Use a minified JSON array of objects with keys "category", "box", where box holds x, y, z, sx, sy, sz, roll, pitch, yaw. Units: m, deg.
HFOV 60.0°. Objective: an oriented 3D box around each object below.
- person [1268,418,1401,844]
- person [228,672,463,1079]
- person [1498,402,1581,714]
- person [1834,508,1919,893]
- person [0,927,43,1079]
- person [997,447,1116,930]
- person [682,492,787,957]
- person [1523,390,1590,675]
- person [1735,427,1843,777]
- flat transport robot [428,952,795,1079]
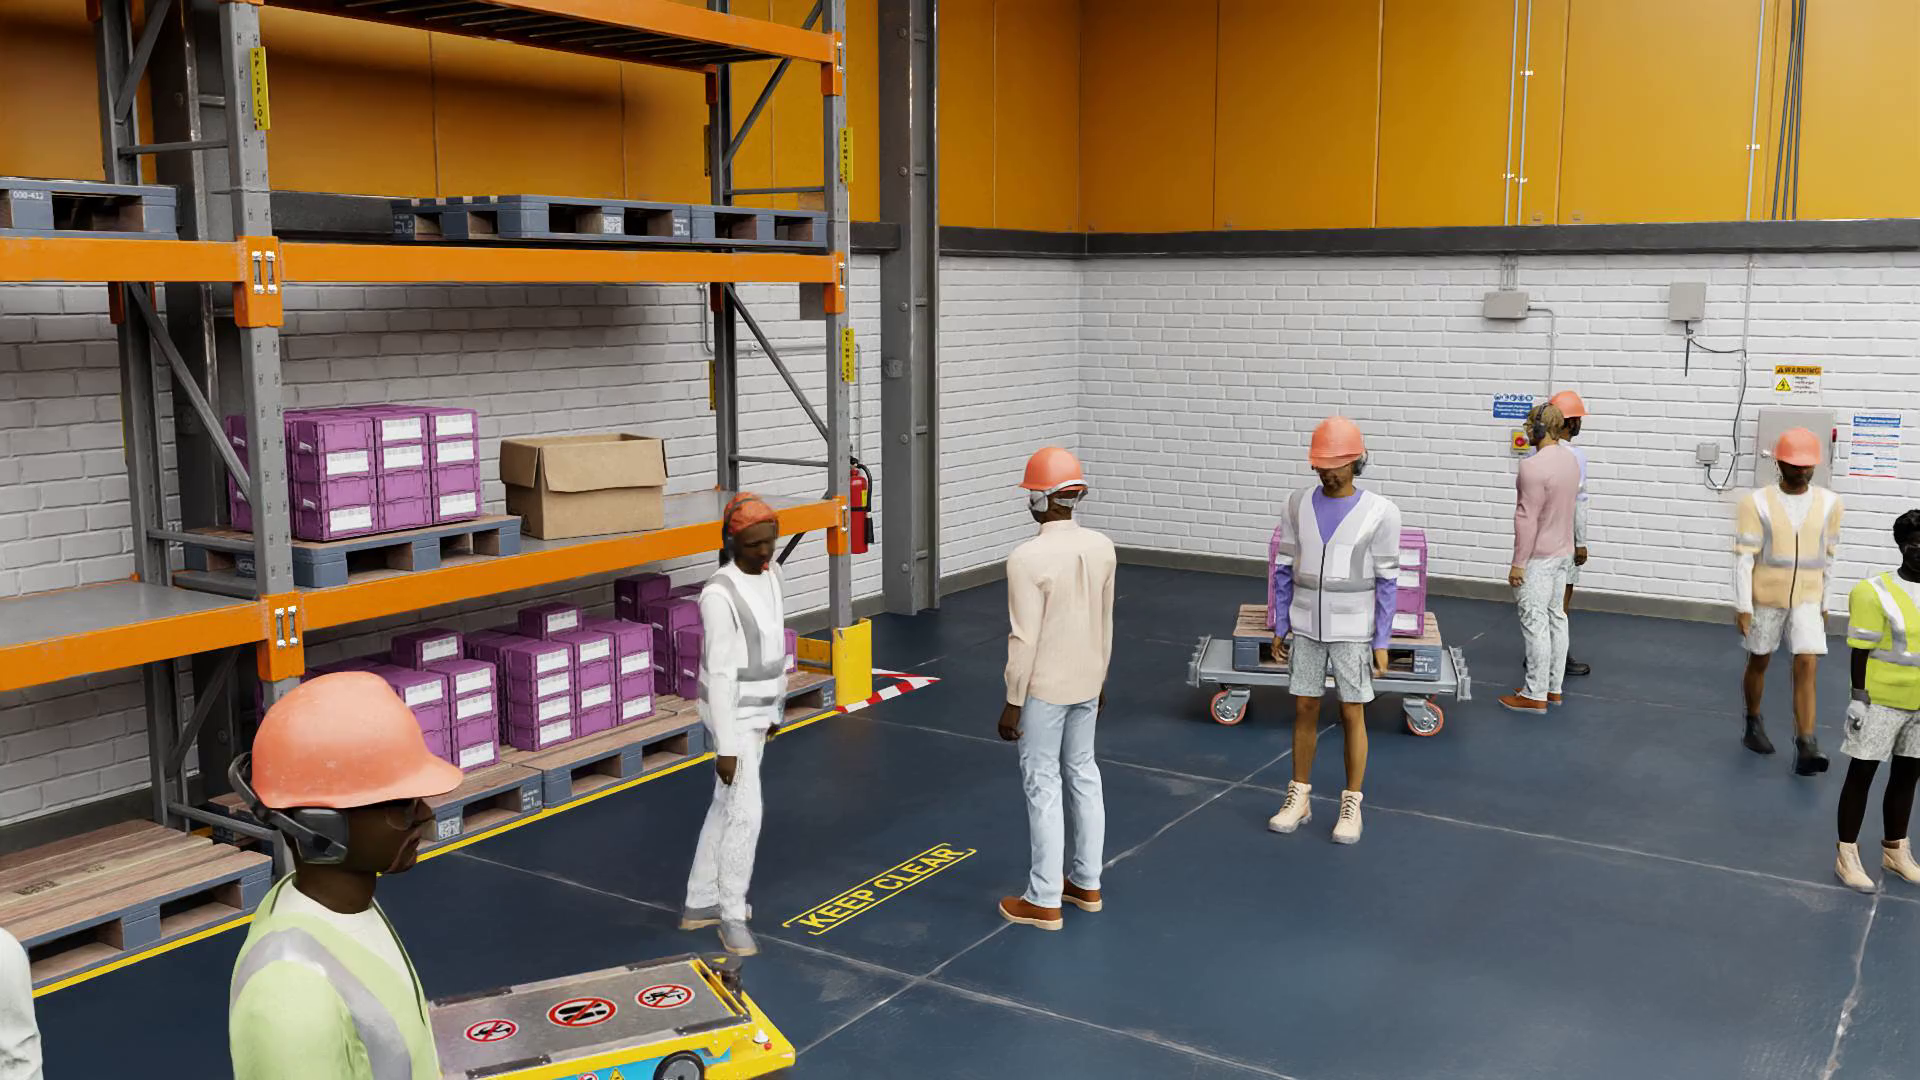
[{"category":"person","box":[1.767,0.430,7.937,0.605,2.037,0.392,6,10,33]},{"category":"person","box":[-0.987,1.221,2.765,0.380,2.045,0.605,-3,9,-17]},{"category":"person","box":[3.633,0.110,10.383,0.366,1.934,0.630,8,12,43]},{"category":"person","box":[4.124,0.696,7.298,0.536,1.699,0.322,-2,9,-10]},{"category":"person","box":[-2.160,1.320,3.457,0.499,1.632,0.285,0,9,1]},{"category":"person","box":[0.390,0.608,6.913,0.388,1.992,0.625,8,12,44]},{"category":"person","box":[-0.931,0.717,6.699,0.495,1.855,0.619,2,9,13]},{"category":"person","box":[4.093,-0.048,11.353,0.352,1.942,0.545,-3,9,-19]},{"category":"person","box":[4.527,0.329,9.095,0.555,1.876,1.017,2,9,11]},{"category":"flat transport robot","box":[-1.334,1.679,5.532,1.431,0.197,0.652,-4,10,-26]}]
